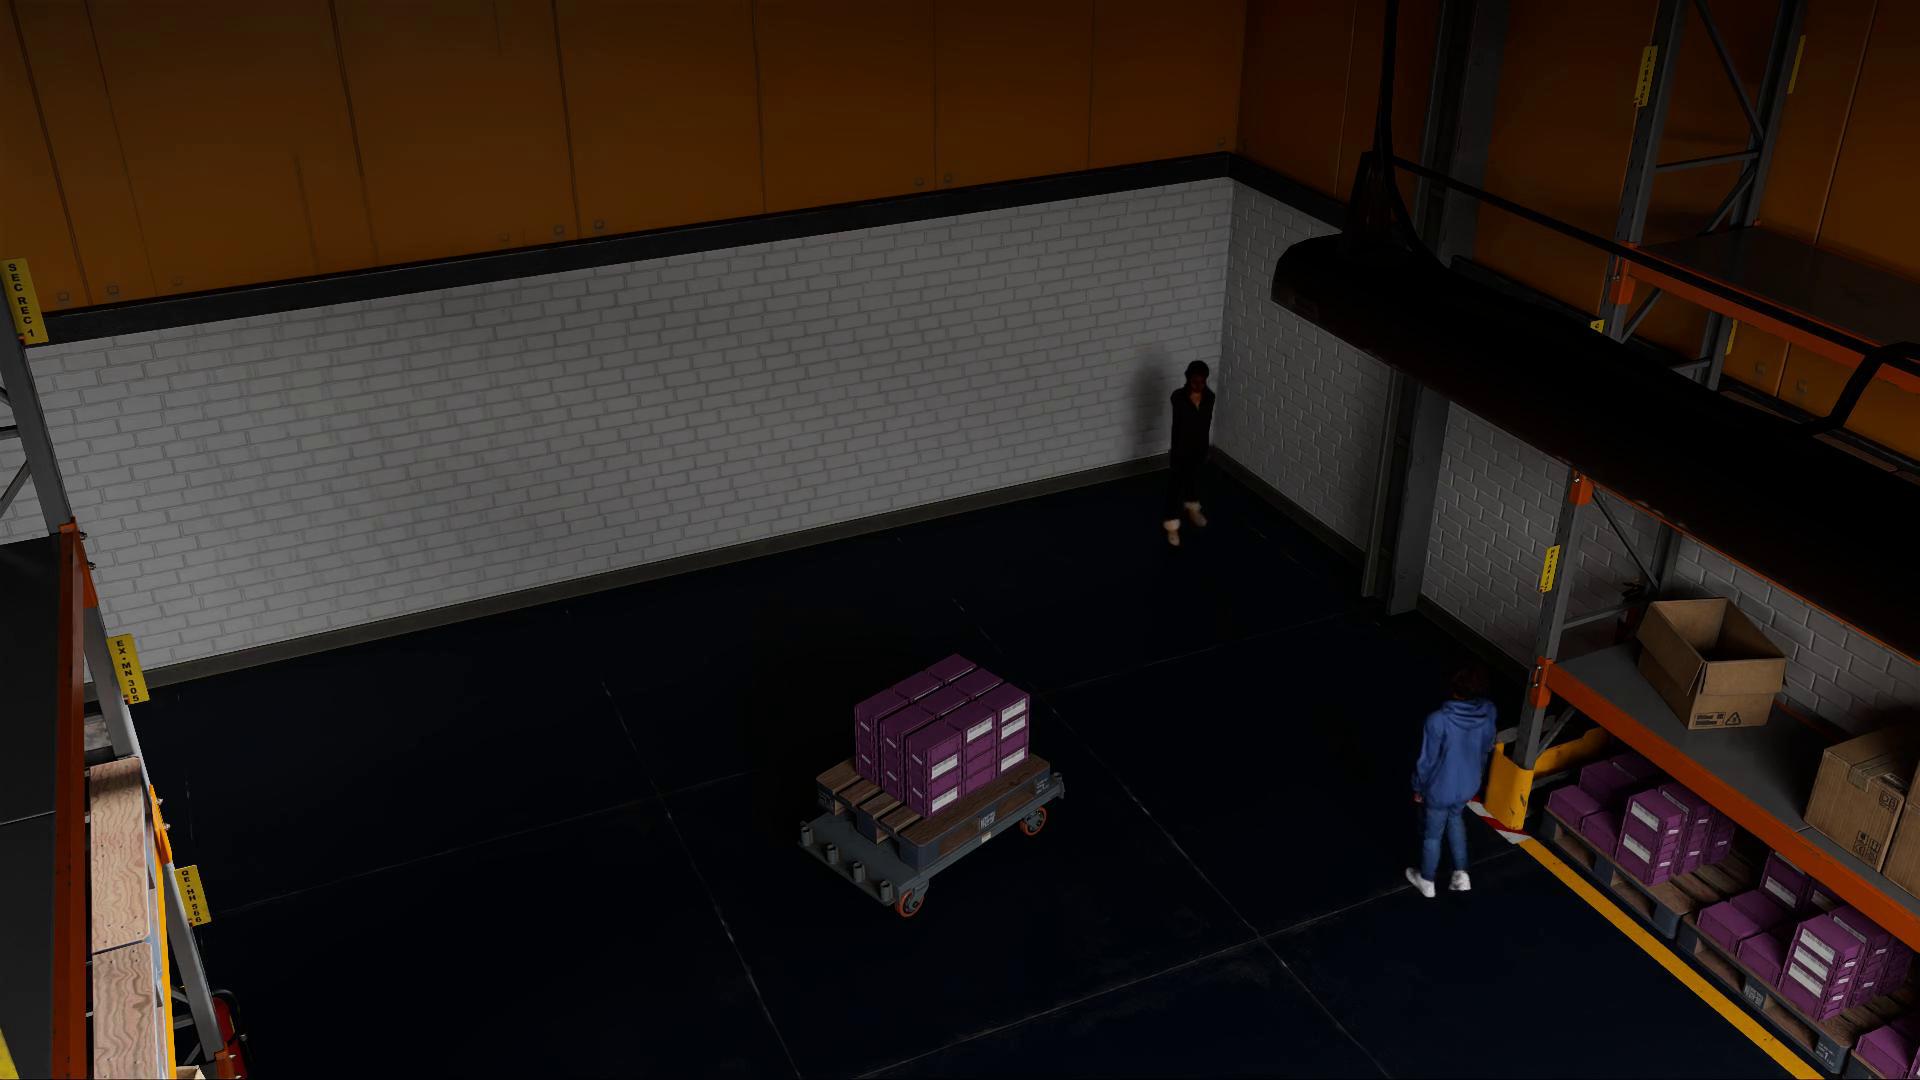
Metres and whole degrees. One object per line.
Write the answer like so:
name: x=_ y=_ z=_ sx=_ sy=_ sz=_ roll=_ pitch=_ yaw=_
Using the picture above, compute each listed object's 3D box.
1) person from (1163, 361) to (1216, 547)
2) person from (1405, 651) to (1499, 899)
person: x=2.047 y=-0.754 z=14.587 sx=0.825 sy=1.656 sz=0.692 roll=-12 pitch=31 yaw=-21
person: x=3.069 y=1.517 z=10.271 sx=0.721 sy=1.802 sz=0.750 roll=-9 pitch=30 yaw=-16
